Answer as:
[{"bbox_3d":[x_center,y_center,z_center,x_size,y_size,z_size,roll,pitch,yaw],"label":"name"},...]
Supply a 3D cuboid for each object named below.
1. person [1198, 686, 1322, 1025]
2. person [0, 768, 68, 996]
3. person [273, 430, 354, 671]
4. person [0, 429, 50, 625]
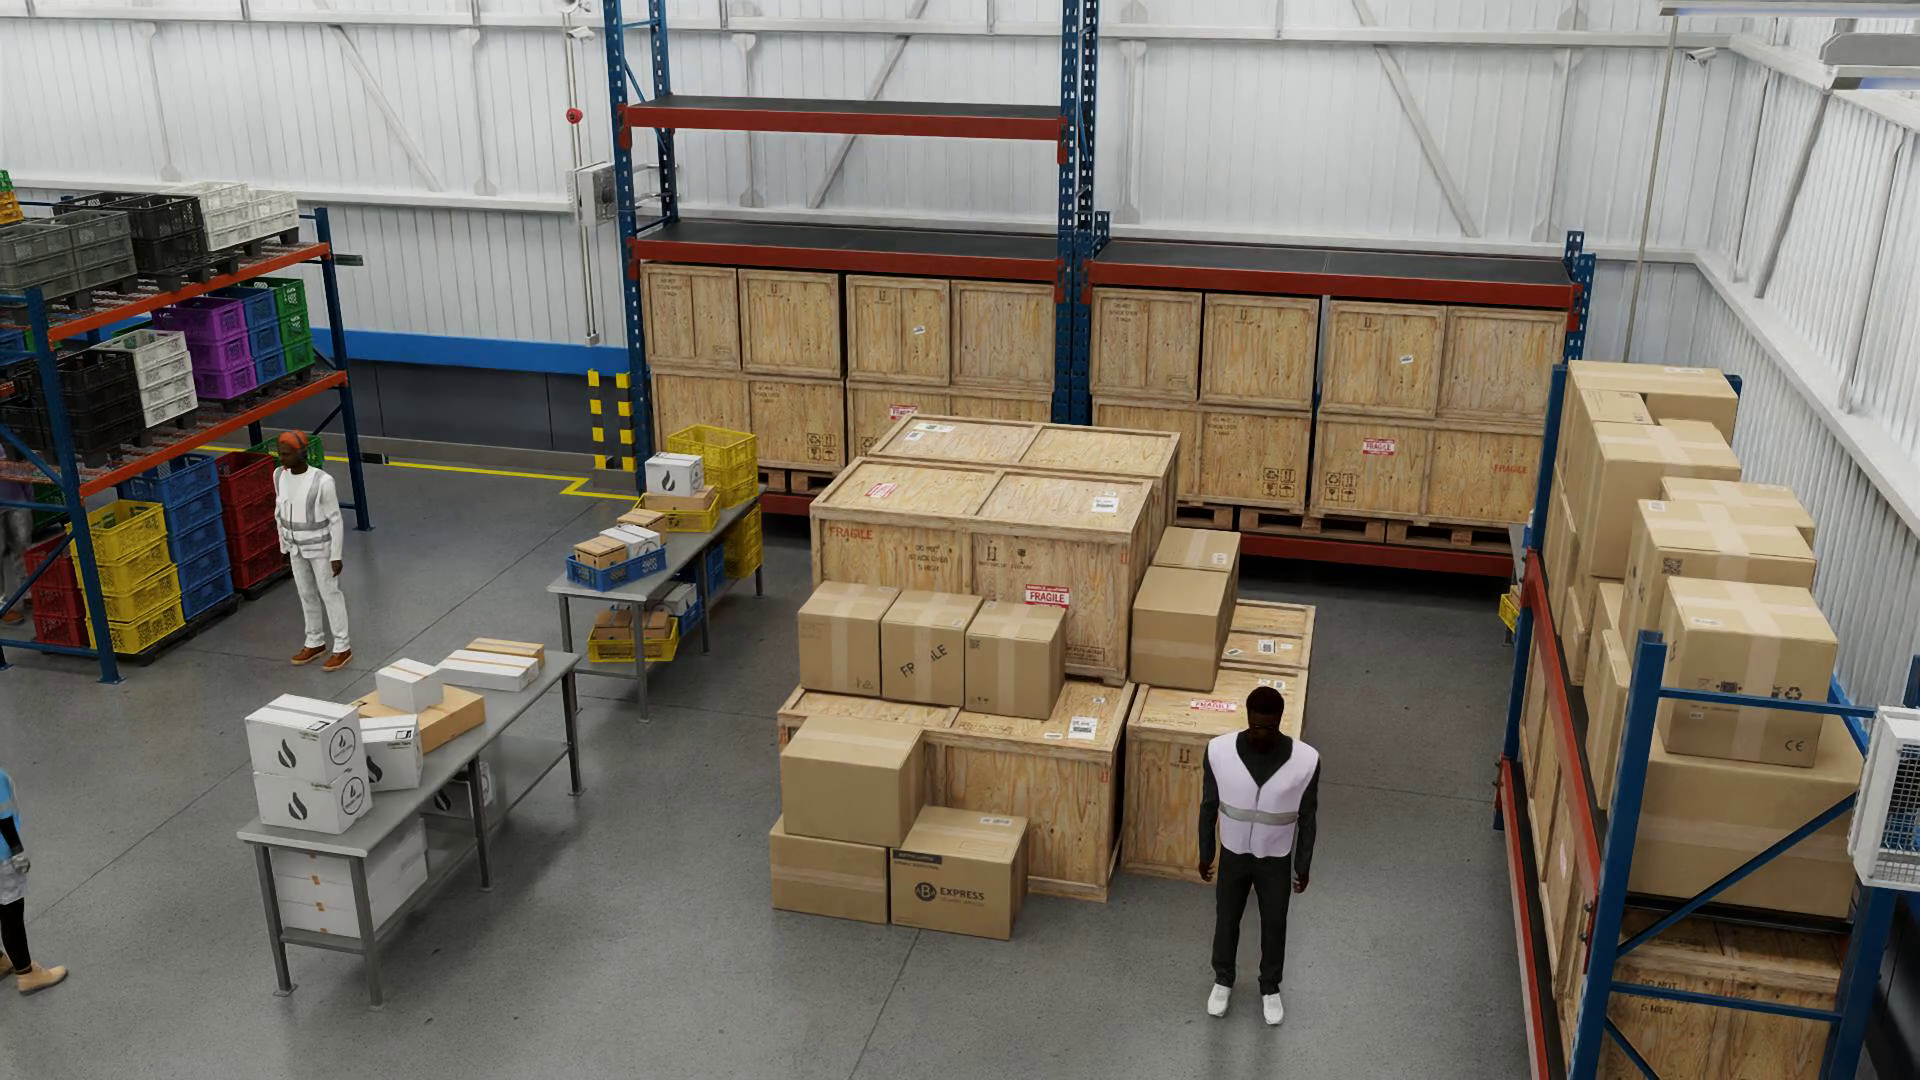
[{"bbox_3d":[1.520,1.597,8.557,0.592,1.911,0.390,4,21,11],"label":"person"},{"bbox_3d":[-5.127,1.615,8.796,0.530,1.697,0.321,11,23,26],"label":"person"},{"bbox_3d":[-4.911,0.075,12.567,0.587,1.882,0.341,9,23,22],"label":"person"},{"bbox_3d":[-7.753,-0.275,13.418,0.371,1.932,0.634,9,23,22],"label":"person"}]
